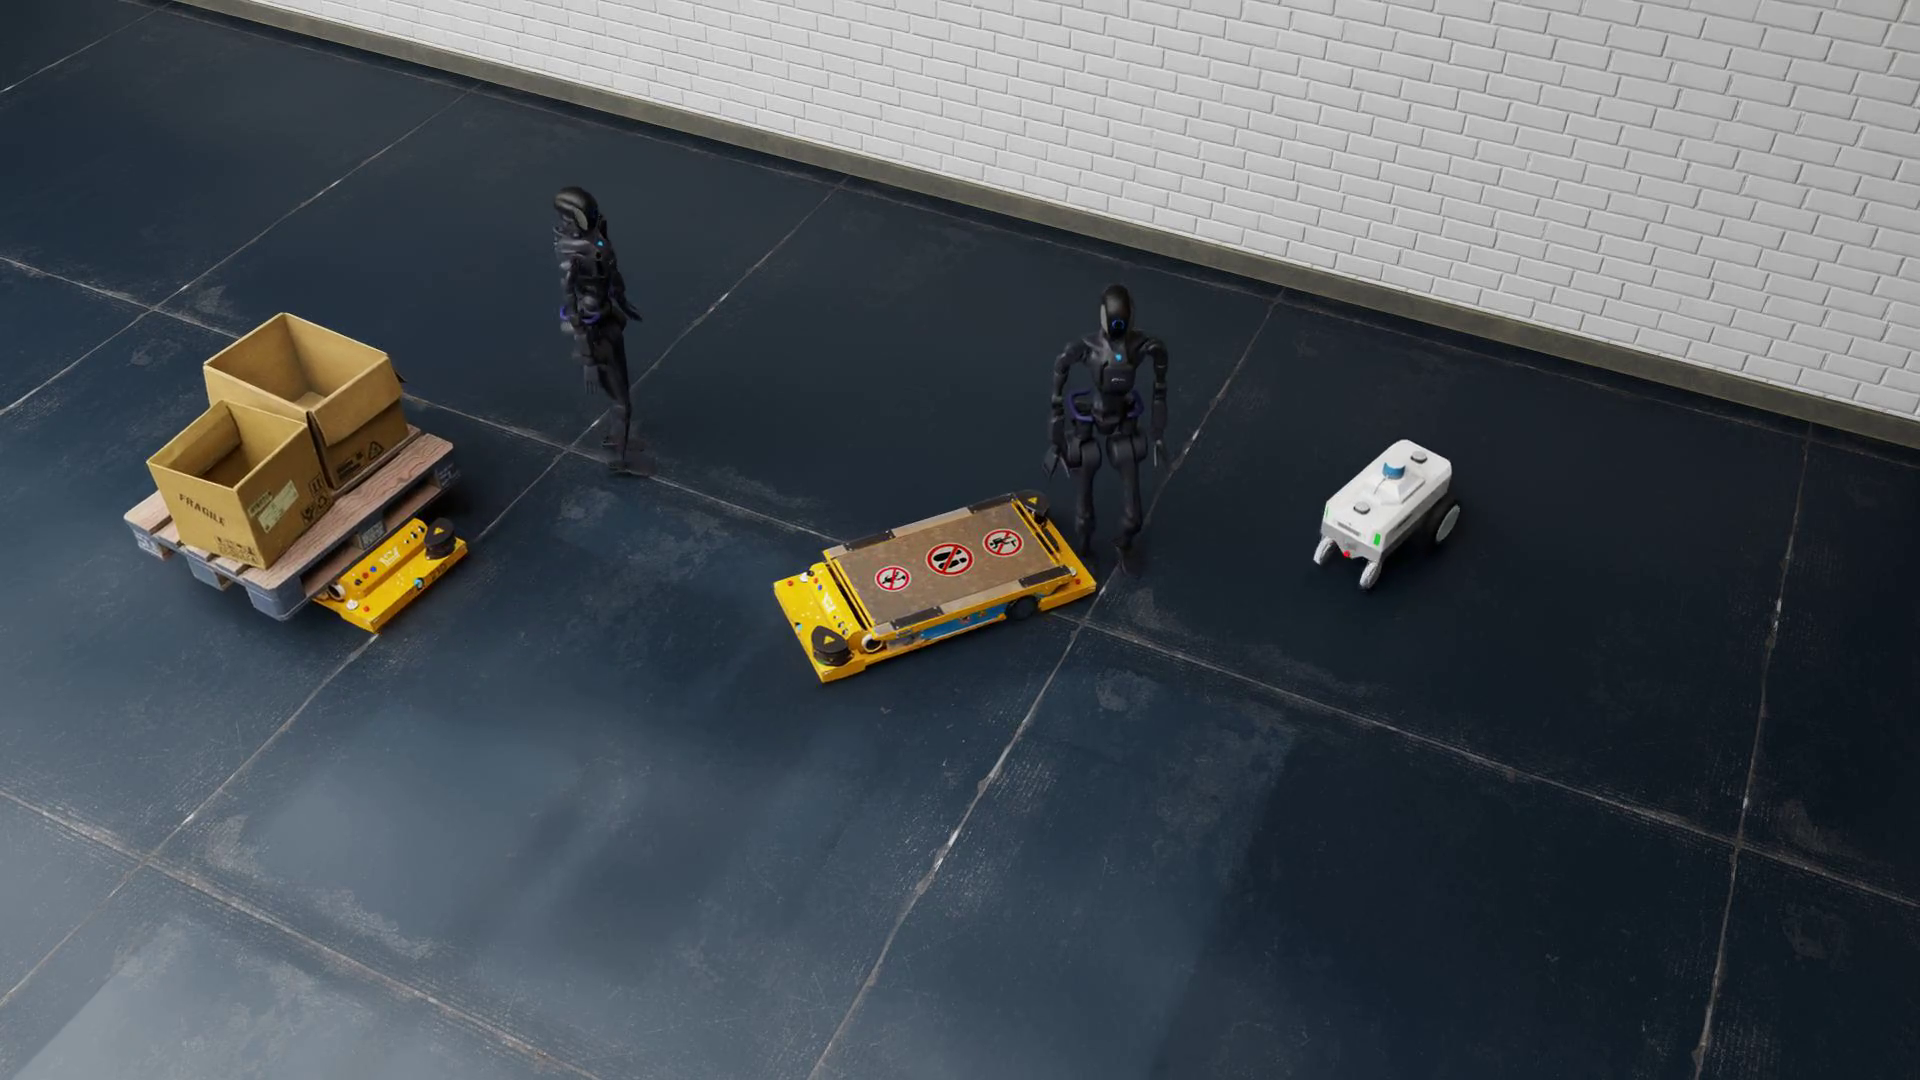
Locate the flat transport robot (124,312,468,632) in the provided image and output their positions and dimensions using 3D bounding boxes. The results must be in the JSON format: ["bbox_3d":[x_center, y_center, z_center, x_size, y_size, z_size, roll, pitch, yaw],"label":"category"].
[{"bbox_3d":[-3.229,-0.054,8.313,1.431,0.231,0.659,22,47,22],"label":"flat transport robot"}]

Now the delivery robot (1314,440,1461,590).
[{"bbox_3d":[2.114,-0.166,8.235,0.499,0.610,0.814,32,52,30],"label":"delivery robot"}]

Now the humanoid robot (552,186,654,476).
[{"bbox_3d":[-1.796,-1.074,8.376,0.336,1.647,0.609,7,43,7],"label":"humanoid robot"}]

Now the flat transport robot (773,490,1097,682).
[{"bbox_3d":[-0.120,0.201,8.038,1.431,0.231,0.659,-17,46,-18],"label":"flat transport robot"}]

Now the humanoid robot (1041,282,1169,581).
[{"bbox_3d":[0.681,-0.482,7.731,0.606,1.649,0.317,-7,43,-7],"label":"humanoid robot"}]
